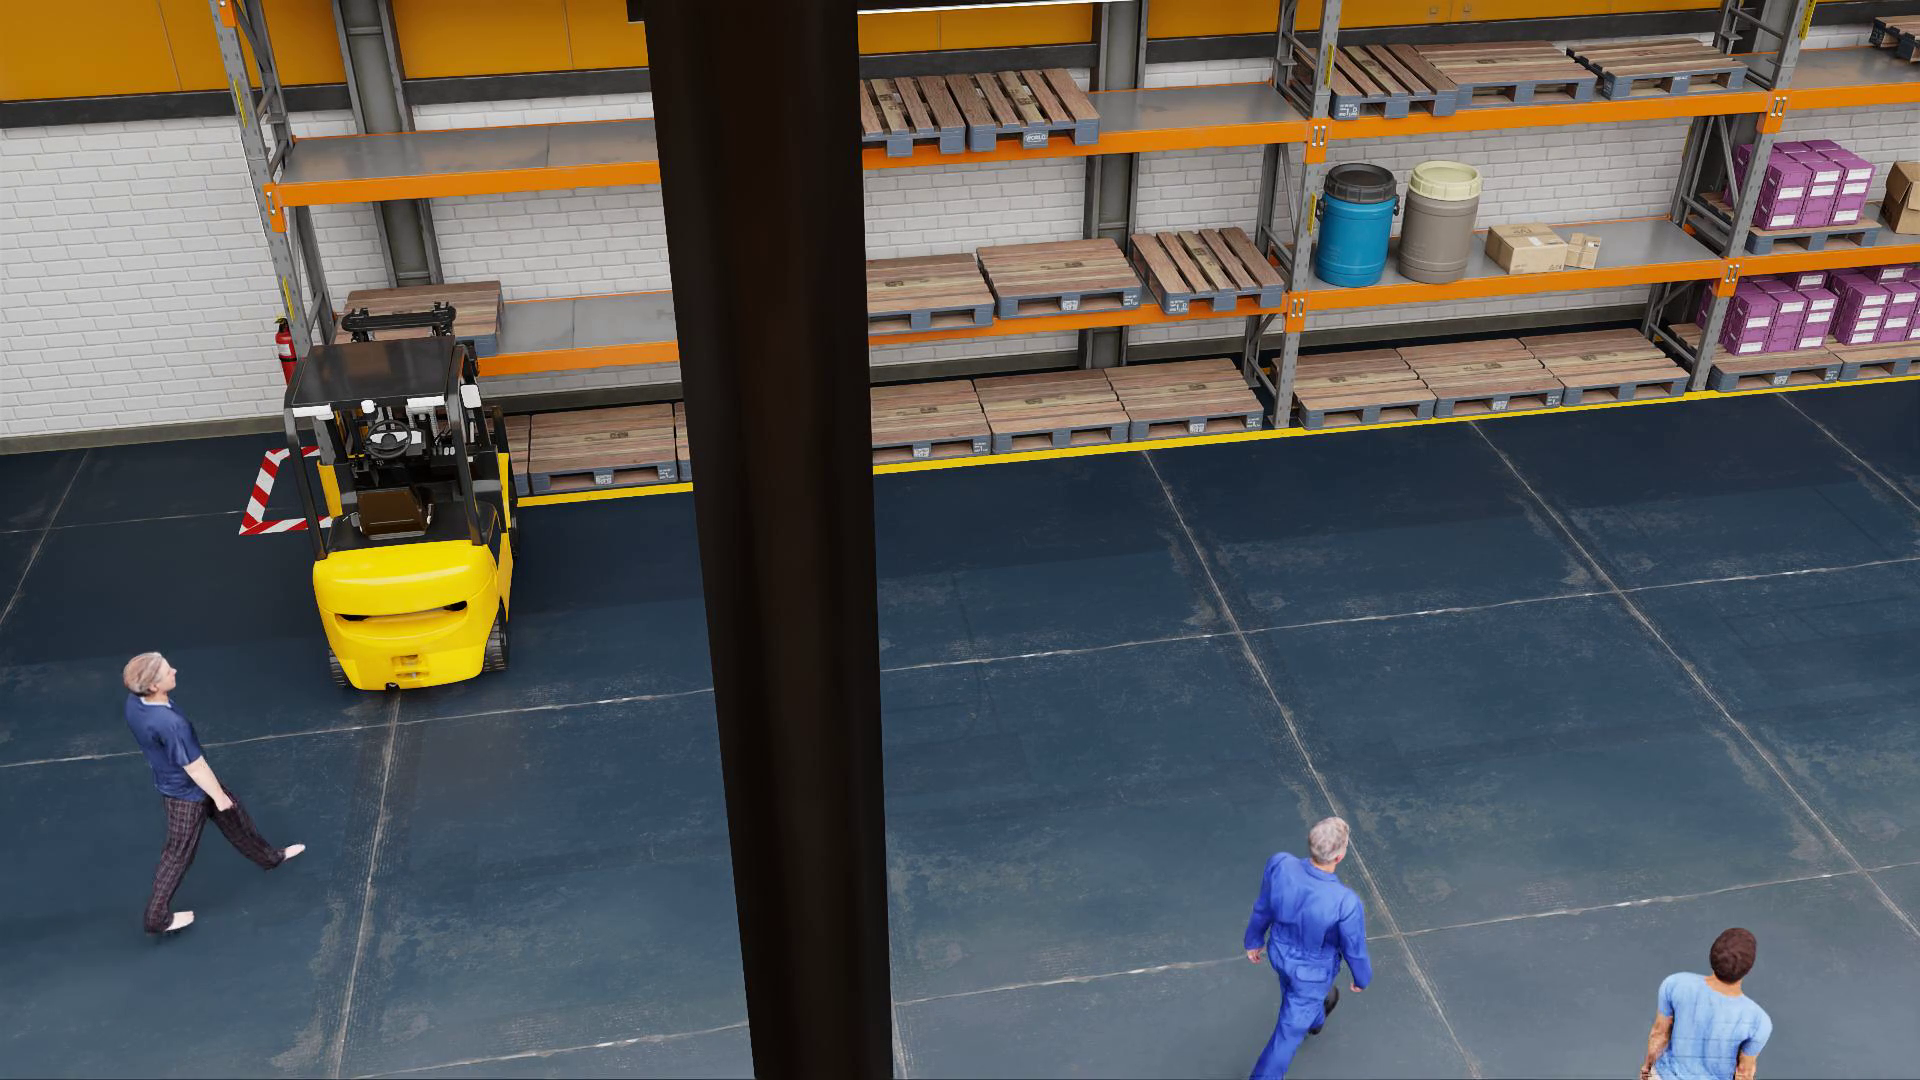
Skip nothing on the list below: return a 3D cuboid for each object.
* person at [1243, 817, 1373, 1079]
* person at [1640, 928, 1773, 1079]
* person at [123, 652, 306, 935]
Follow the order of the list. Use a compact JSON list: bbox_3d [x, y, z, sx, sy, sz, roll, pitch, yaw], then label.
[{"bbox_3d":[1.657,2.173,8.337,1.296,1.786,1.138,-27,42,-34],"label":"person"},{"bbox_3d":[3.362,2.564,7.689,0.963,1.852,1.071,28,42,35],"label":"person"},{"bbox_3d":[-4.450,1.457,9.384,1.310,1.819,1.102,-27,42,-34],"label":"person"}]
